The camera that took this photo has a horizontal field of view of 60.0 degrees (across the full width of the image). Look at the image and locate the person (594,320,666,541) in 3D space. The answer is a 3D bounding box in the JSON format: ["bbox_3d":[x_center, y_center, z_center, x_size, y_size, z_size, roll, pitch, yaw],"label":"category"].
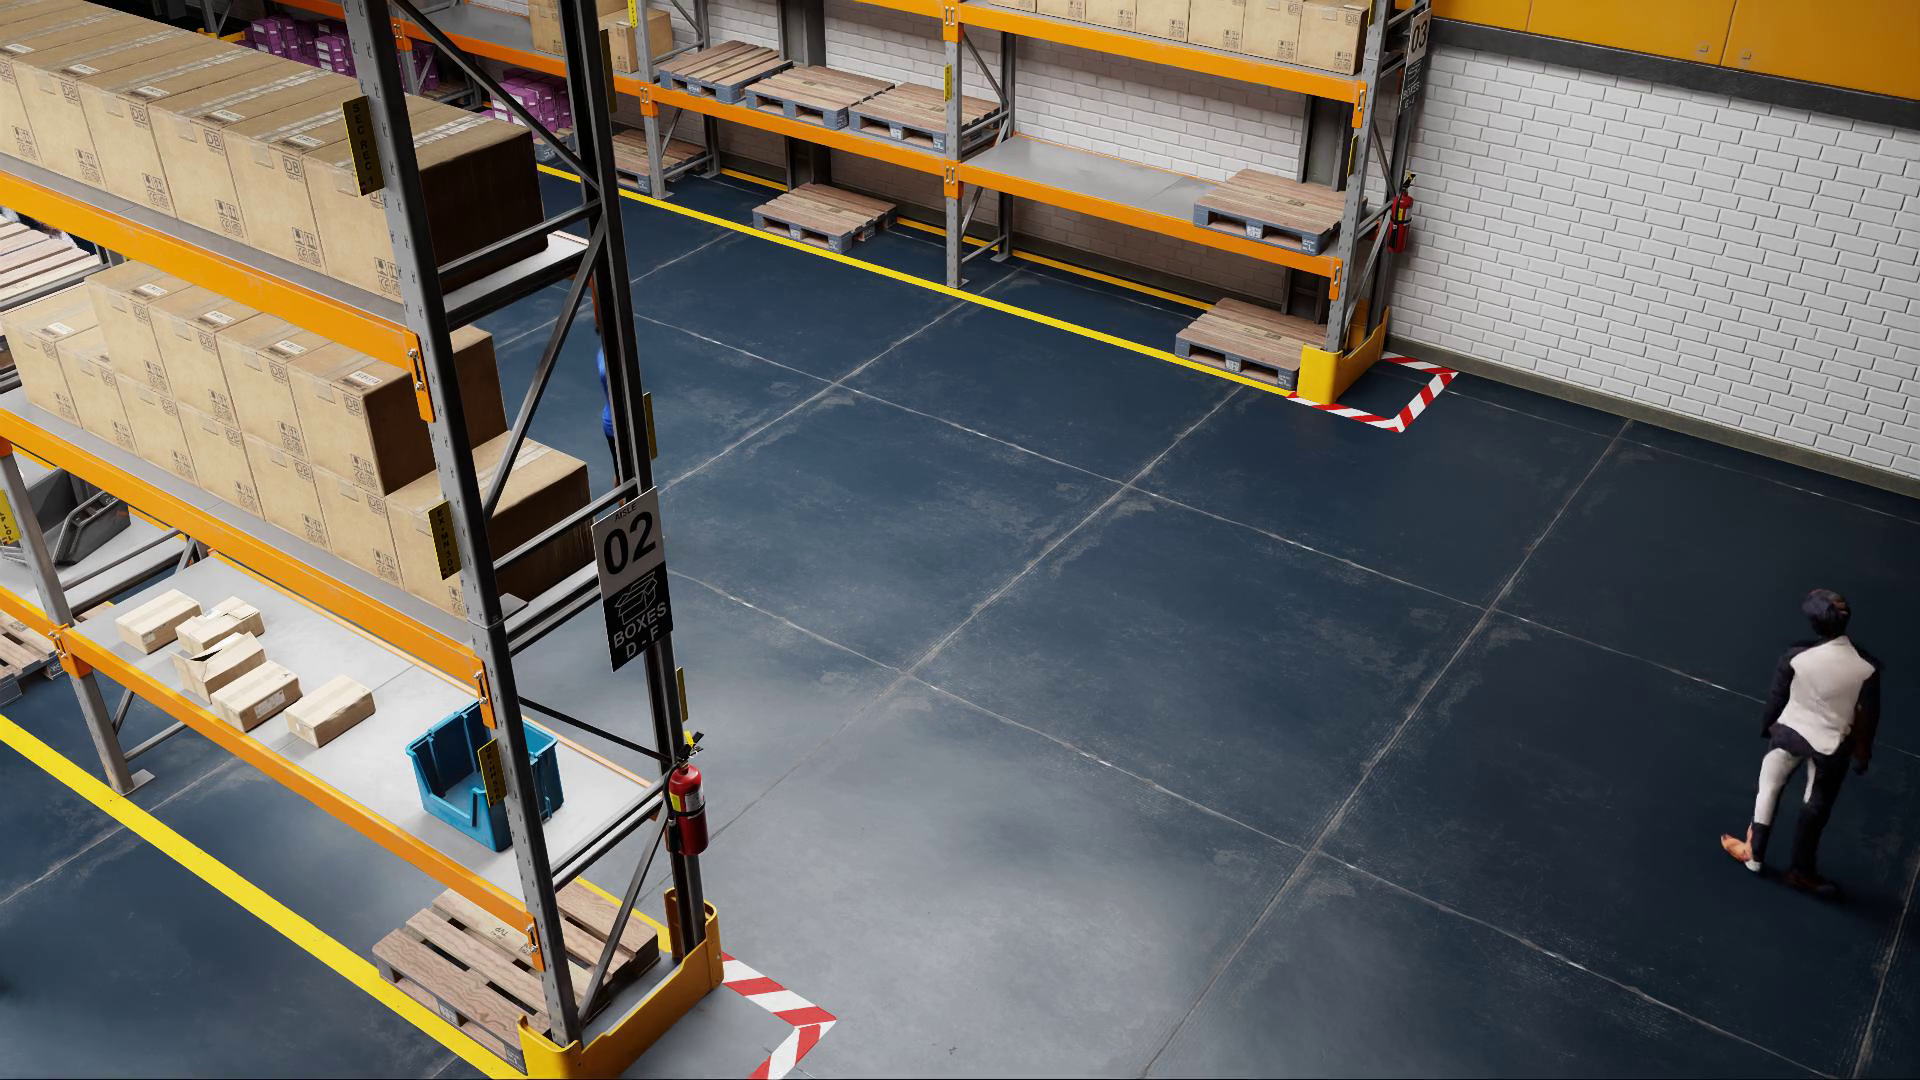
[{"bbox_3d":[-2.501,-0.834,12.289,0.766,1.870,0.689,-9,35,-13],"label":"person"}]

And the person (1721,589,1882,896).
[{"bbox_3d":[4.810,1.172,9.276,0.529,1.866,0.915,29,43,36],"label":"person"}]
